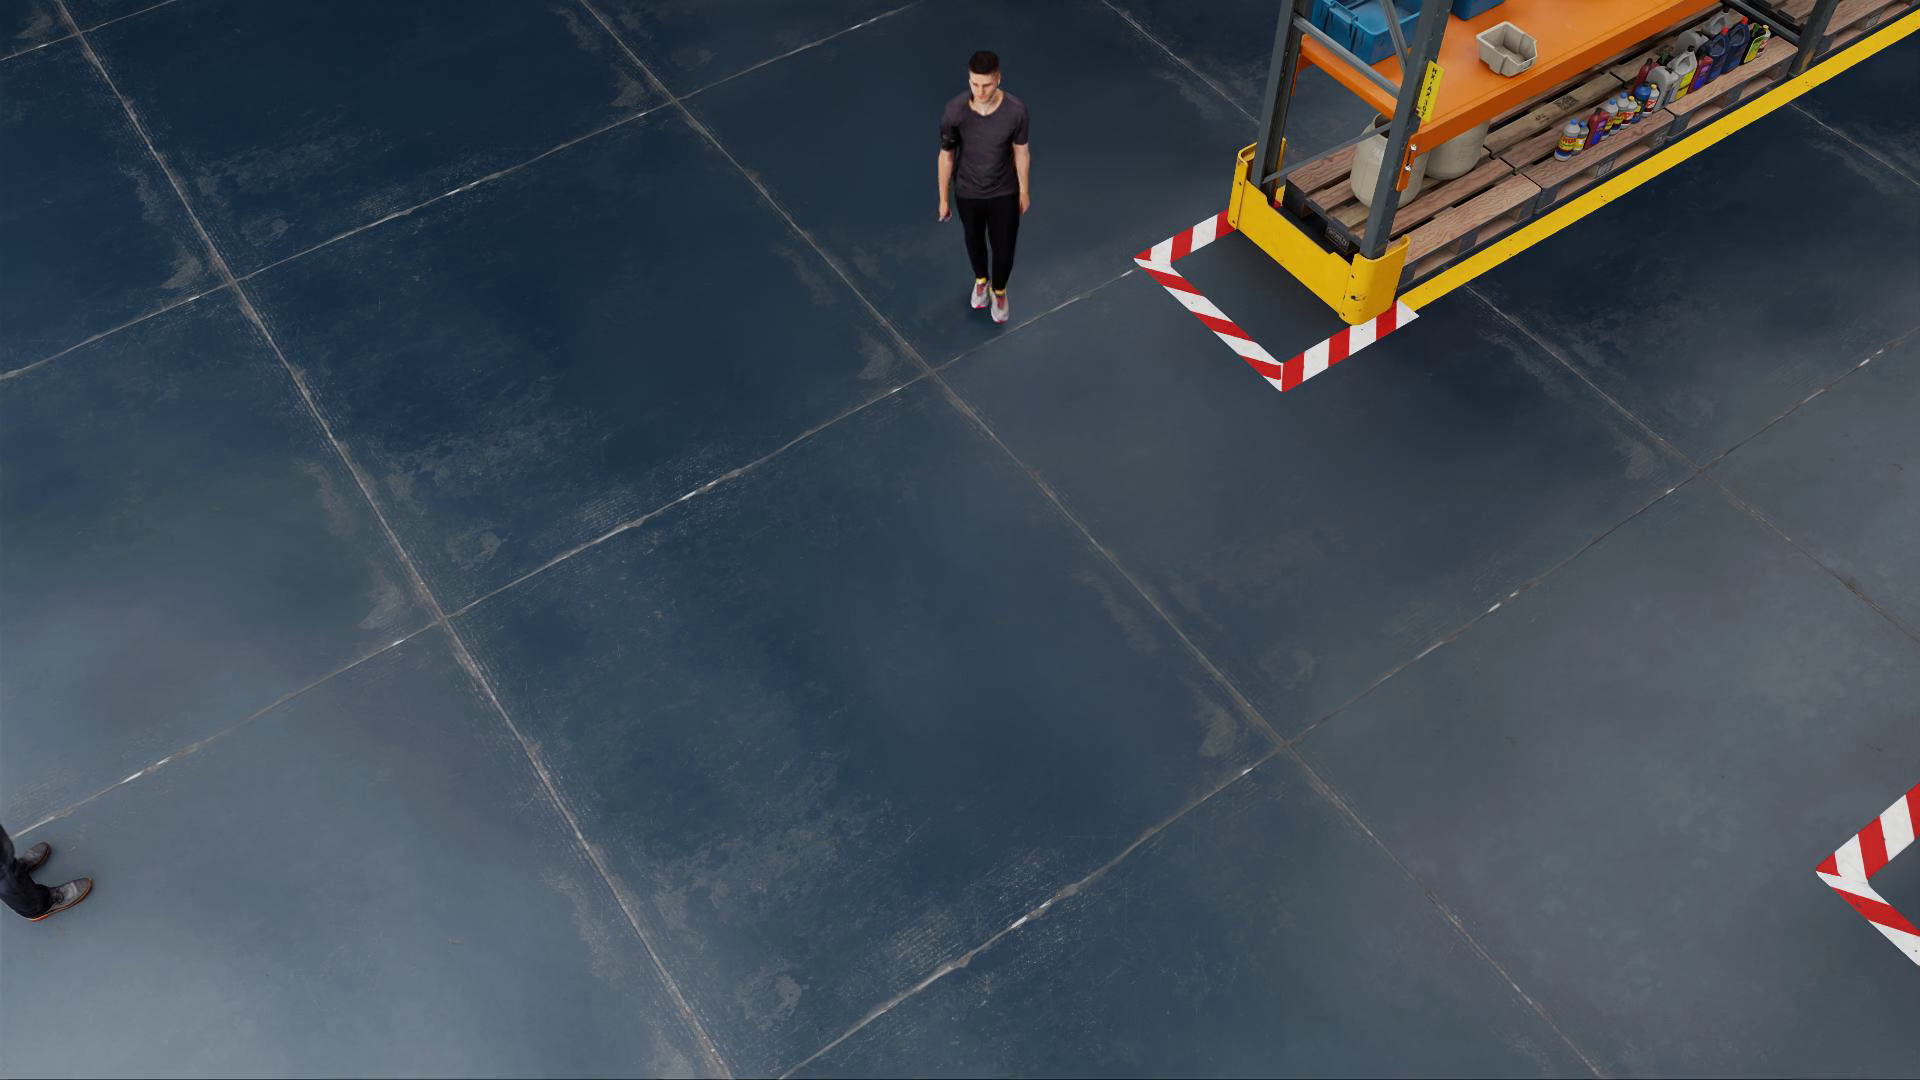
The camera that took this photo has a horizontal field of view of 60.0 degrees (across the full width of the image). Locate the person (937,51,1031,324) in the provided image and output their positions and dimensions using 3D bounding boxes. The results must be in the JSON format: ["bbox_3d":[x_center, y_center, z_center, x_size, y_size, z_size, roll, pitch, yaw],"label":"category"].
[{"bbox_3d":[0.157,-1.992,9.164,0.789,1.749,0.860,4,52,3],"label":"person"}]
